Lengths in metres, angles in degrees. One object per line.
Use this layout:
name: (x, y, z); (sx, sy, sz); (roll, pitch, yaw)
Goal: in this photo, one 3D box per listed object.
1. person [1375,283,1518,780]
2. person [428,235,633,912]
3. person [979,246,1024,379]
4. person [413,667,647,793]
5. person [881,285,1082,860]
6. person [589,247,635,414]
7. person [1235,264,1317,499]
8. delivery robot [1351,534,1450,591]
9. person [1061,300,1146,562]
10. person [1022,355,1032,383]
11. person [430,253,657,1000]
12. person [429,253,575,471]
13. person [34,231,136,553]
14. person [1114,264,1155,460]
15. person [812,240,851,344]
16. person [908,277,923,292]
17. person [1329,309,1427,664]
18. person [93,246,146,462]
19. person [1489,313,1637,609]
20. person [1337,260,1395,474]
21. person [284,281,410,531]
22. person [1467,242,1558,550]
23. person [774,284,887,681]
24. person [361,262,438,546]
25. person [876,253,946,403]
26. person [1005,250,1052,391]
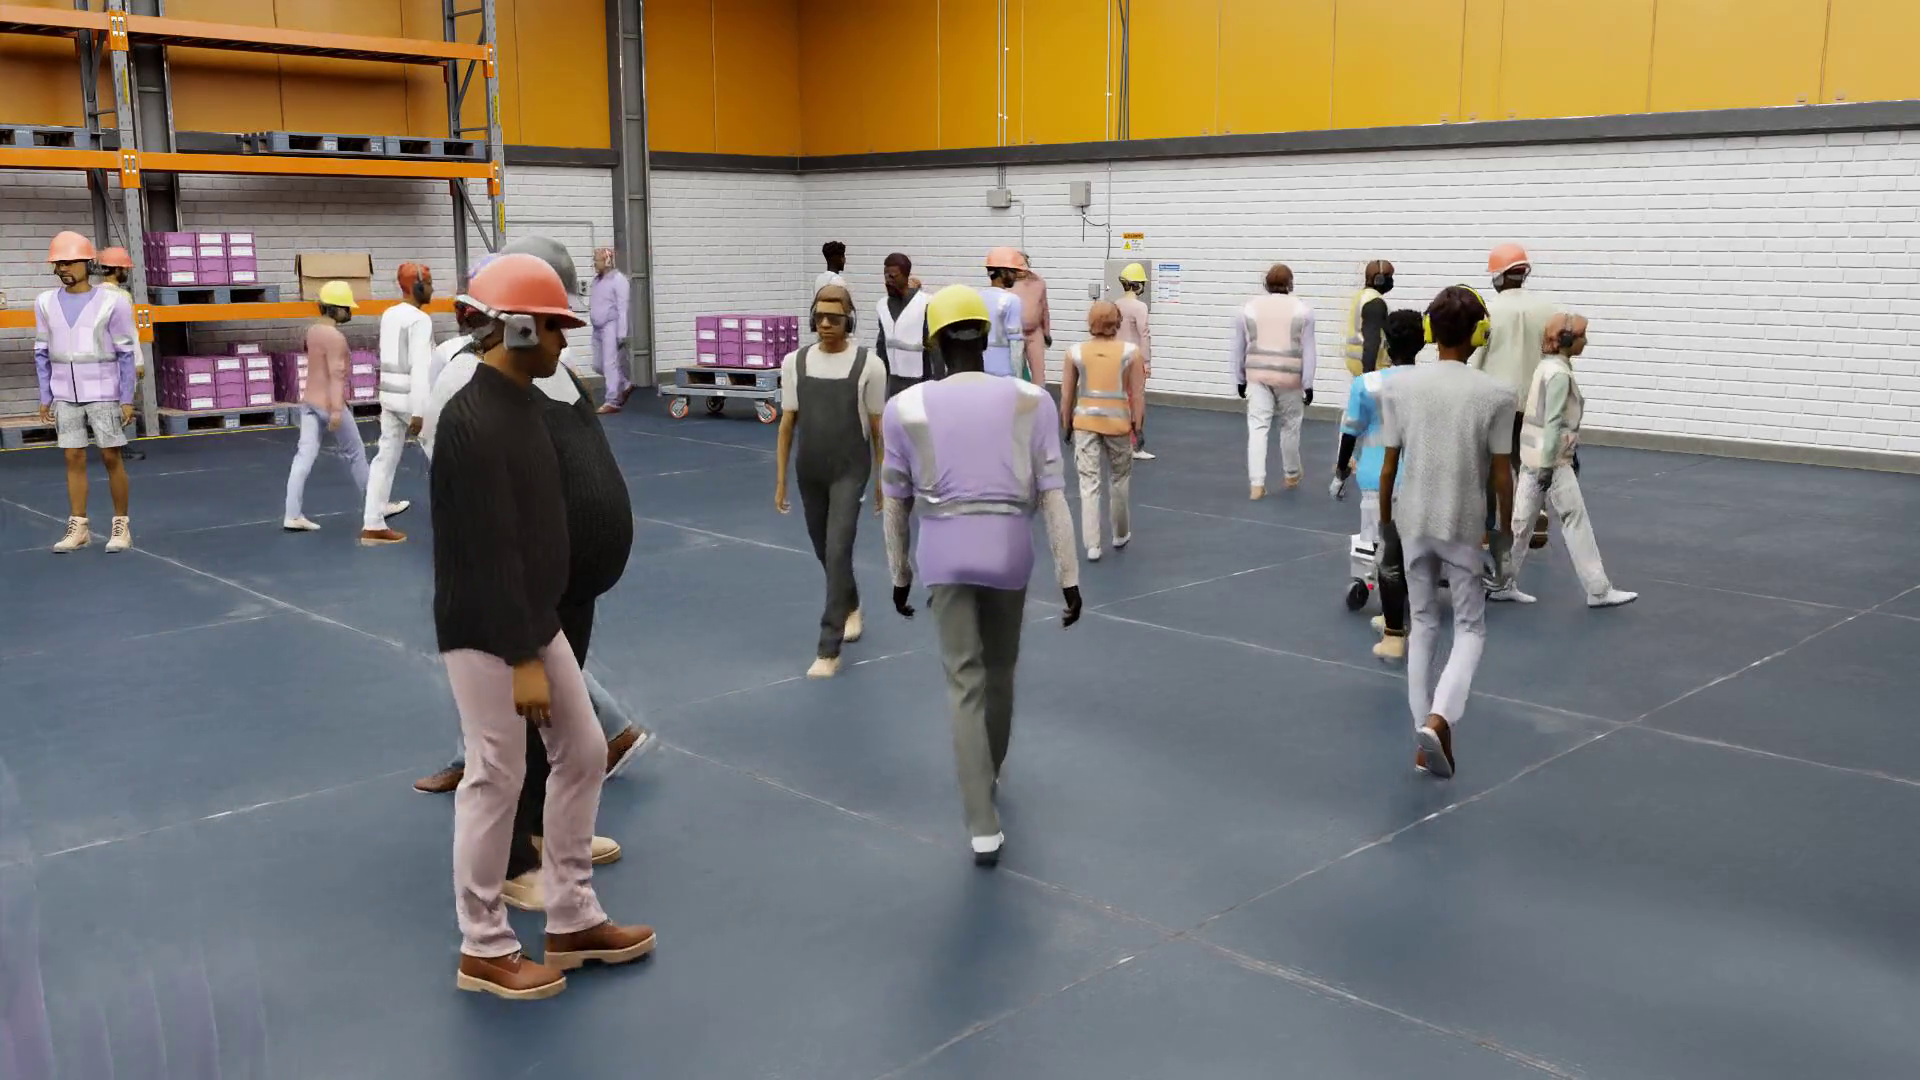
person: (1.772, -0.008, 6.135); (0.512, 1.847, 0.567); (6, 12, 28)
person: (-1.267, 0.081, 5.100); (0.535, 2.000, 0.674); (2, 11, 10)
person: (0.305, -1.317, 13.018); (0.376, 1.934, 0.547); (-9, 14, -42)
person: (-1.568, 0.132, 6.009); (0.804, 1.598, 0.510); (-1, 10, -8)
person: (0.062, 0.079, 5.621); (0.647, 1.853, 0.993); (-1, 10, -6)
person: (-3.982, -2.388, 18.974); (0.544, 1.892, 0.663); (-10, 14, -43)
person: (2.482, -1.253, 13.052); (0.653, 1.788, 0.972); (4, 11, 19)
delivery robot: (2.460, 0.062, 9.005); (0.707, 0.478, 0.477); (-6, 12, -30)
person: (0.910, -0.700, 10.507); (0.541, 1.606, 0.757); (2, 11, 9)
person: (0.598, -2.347, 19.236); (0.531, 1.712, 0.926); (8, 13, 36)
person: (-1.119, 0.250, 4.379); (0.549, 1.972, 0.690); (0, 10, 2)
person: (-1.878, -0.204, 6.907); (0.605, 1.948, 0.384); (-4, 11, -22)
person: (-5.565, -0.927, 10.586); (0.605, 2.045, 0.378); (-1, 10, -3)
person: (1.556, -1.612, 15.087); (0.312, 1.769, 0.525); (-7, 12, -32)
person: (-1.334, -2.172, 17.587); (0.366, 1.967, 0.603); (-7, 12, -33)
person: (-0.507, -2.004, 17.713); (0.544, 1.579, 0.859); (5, 12, 27)
person: (2.080, -0.276, 8.066); (0.550, 1.668, 0.769); (-2, 11, -11)
person: (-7.493, -1.649, 14.858); (0.579, 1.920, 0.420); (8, 13, 36)
person: (3.302, -0.416, 9.017); (0.808, 1.602, 0.520); (2, 11, 8)
person: (3.576, -1.438, 14.001); (0.821, 1.808, 0.647); (1, 10, 3)
person: (-4.305, -0.924, 11.477); (0.516, 1.702, 0.922); (9, 14, 40)
person: (3.480, -0.885, 10.531); (0.632, 1.979, 0.669); (-1, 10, -7)
person: (-0.593, -0.314, 7.925); (0.522, 1.814, 0.954); (3, 11, 15)
person: (-3.560, -0.899, 10.980); (0.588, 1.835, 0.969); (9, 14, 41)
person: (-0.362, -1.214, 12.565); (0.656, 1.893, 0.499); (9, 14, 41)
person: (0.700, -2.334, 18.779); (0.715, 1.862, 0.758); (-4, 11, -21)
